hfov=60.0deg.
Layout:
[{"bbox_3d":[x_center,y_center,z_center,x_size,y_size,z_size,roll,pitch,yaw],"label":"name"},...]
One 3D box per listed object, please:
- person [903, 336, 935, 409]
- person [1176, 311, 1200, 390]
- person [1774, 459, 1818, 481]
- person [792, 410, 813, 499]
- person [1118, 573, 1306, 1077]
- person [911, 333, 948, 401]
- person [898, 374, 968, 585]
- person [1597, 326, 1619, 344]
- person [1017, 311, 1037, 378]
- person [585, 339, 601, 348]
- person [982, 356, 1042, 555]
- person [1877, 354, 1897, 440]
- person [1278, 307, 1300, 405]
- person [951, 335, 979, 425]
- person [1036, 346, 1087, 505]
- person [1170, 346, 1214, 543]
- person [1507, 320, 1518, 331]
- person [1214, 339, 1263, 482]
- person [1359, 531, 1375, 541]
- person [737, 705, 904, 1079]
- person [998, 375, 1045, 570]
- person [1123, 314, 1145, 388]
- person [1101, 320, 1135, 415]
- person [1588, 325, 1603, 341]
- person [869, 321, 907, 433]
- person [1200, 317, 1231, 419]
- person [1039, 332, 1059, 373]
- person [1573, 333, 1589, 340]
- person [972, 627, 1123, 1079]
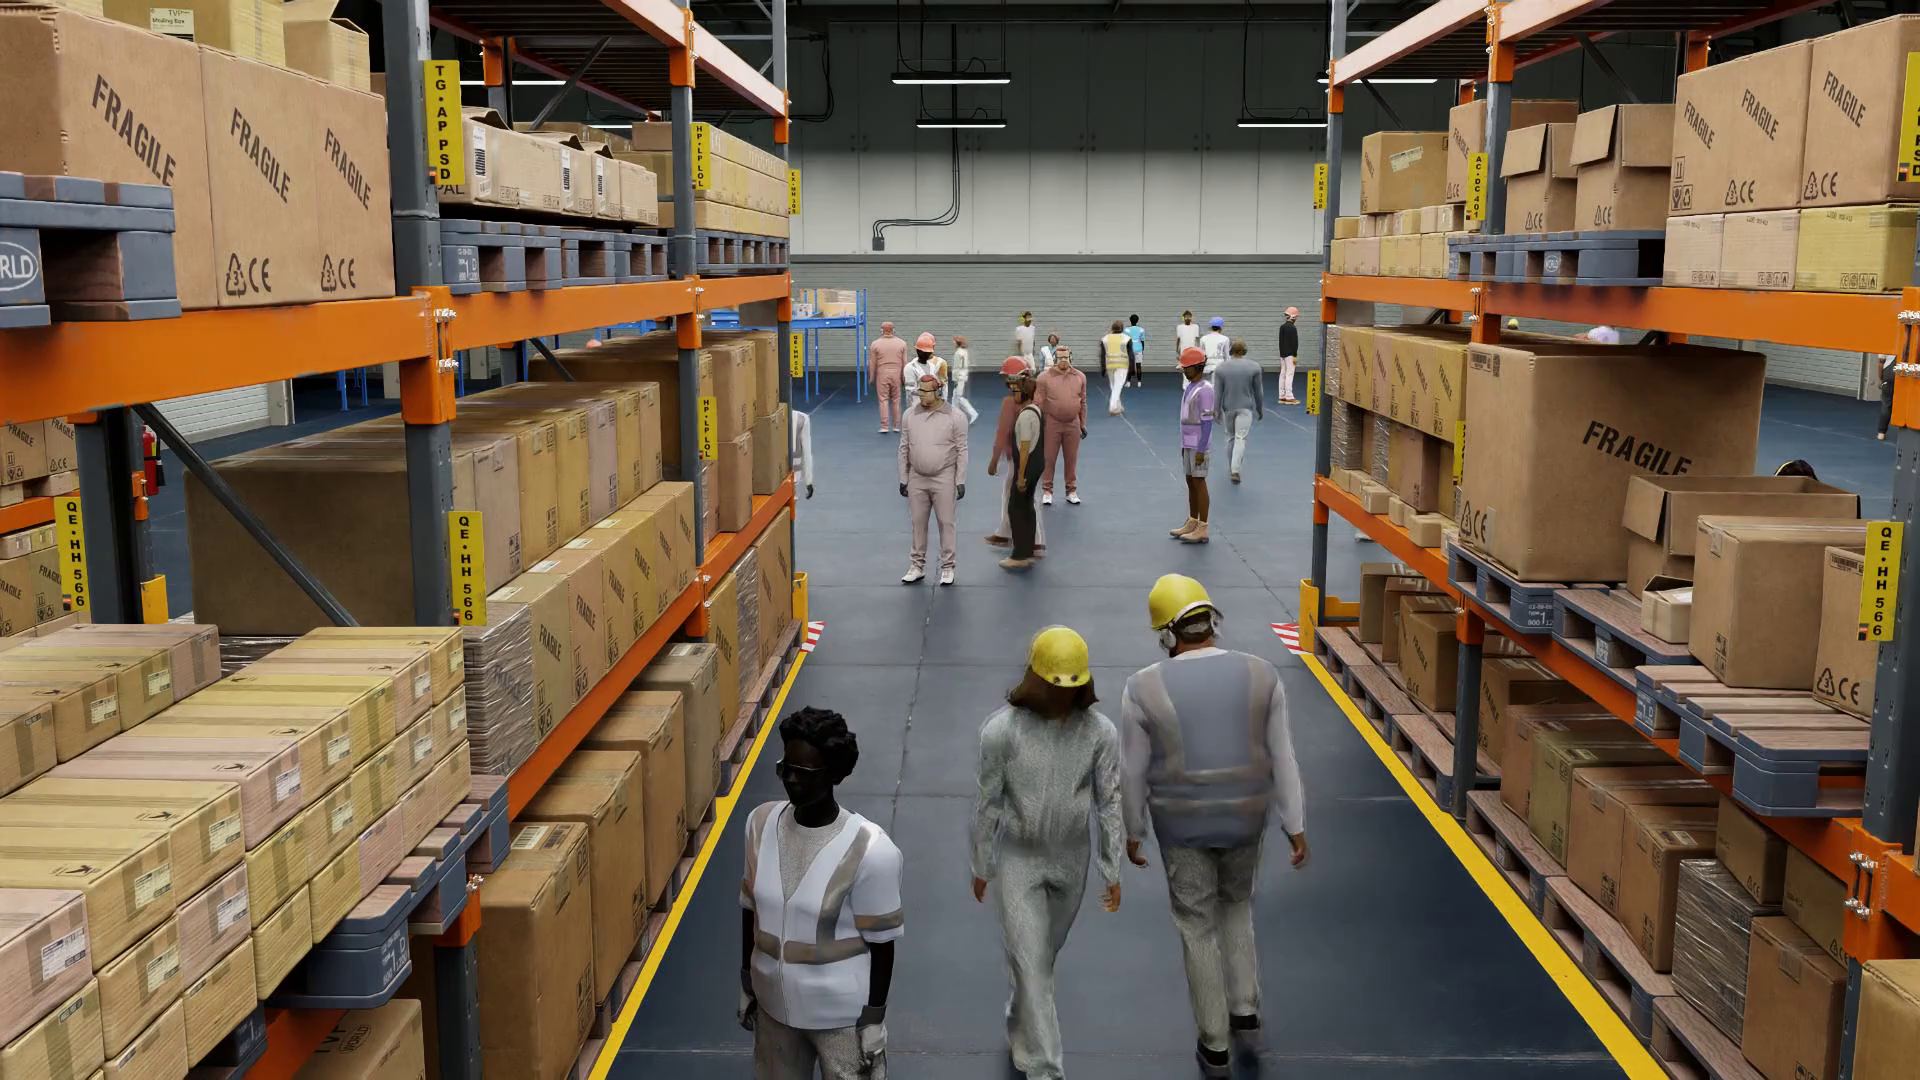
[{"bbox_3d":[-0.493,-1.725,22.008,0.375,1.931,0.542,8,12,40],"label":"person"},{"bbox_3d":[5.172,-4.287,37.717,0.536,1.821,0.983,-1,10,-5],"label":"person"},{"bbox_3d":[4.361,0.505,8.827,0.510,1.874,0.328,1,9,4],"label":"person"},{"bbox_3d":[-1.685,-0.575,15.433,0.598,1.828,0.980,-3,10,-20],"label":"person"},{"bbox_3d":[0.894,1.015,6.019,0.664,1.785,0.538,-1,10,-7],"label":"person"},{"bbox_3d":[-0.448,-1.899,23.032,0.551,1.935,0.375,3,10,17],"label":"person"},{"bbox_3d":[-0.258,-0.547,15.033,0.651,1.904,0.401,3,10,18],"label":"person"},{"bbox_3d":[13.207,-3.627,33.546,0.878,1.872,0.673,9,13,43],"label":"person"},{"bbox_3d":[1.439,-4.005,35.896,0.505,1.859,0.412,-7,11,-34],"label":"person"},{"bbox_3d":[-4.698,-1.643,21.546,0.551,1.919,0.588,-1,10,-5],"label":"person"},{"bbox_3d":[0.477,-0.848,16.631,0.880,1.957,0.641,5,11,27],"label":"person"},{"bbox_3d":[15.475,-2.651,27.352,0.677,2.000,0.536,6,11,31],"label":"person"},{"bbox_3d":[6.791,-3.804,34.271,0.385,1.994,0.611,-3,10,-16],"label":"person"},{"bbox_3d":[0.014,-2.862,29.755,0.693,1.619,0.531,2,10,13],"label":"person"},{"bbox_3d":[1.231,-1.385,20.043,0.652,1.906,0.408,-2,10,-12],"label":"person"},{"bbox_3d":[2.431,-1.000,17.359,0.385,2.035,0.605,-2,10,-10],"label":"person"},{"bbox_3d":[11.468,-3.708,34.537,0.538,1.718,0.925,7,12,34],"label":"person"},{"bbox_3d":[3.712,-1.738,22.250,0.637,1.892,1.037,4,10,21],"label":"person"},{"bbox_3d":[4.601,-0.923,17.360,0.917,1.883,0.590,-2,10,-13],"label":"person"},{"bbox_3d":[-0.403,1.290,4.637,0.535,1.700,0.318,5,11,30],"label":"person"},{"bbox_3d":[0.602,-0.645,15.809,0.393,1.842,0.524,3,10,18],"label":"person"},{"bbox_3d":[4.043,-4.397,38.714,0.535,1.697,0.318,-1,10,-7],"label":"person"},{"bbox_3d":[3.007,-3.310,31.916,0.627,1.804,0.945,5,11,28],"label":"person"},{"bbox_3d":[13.559,-3.880,35.277,0.621,1.806,0.673,0,9,3],"label":"person"},{"bbox_3d":[-1.221,-2.781,28.423,0.651,1.906,0.403,-2,10,-15],"label":"person"},{"bbox_3d":[4.693,-3.181,30.815,0.624,1.912,0.952,7,12,37],"label":"person"},{"bbox_3d":[1.724,-3.031,30.743,0.511,1.622,0.493,2,10,10],"label":"person"},{"bbox_3d":[9.041,-2.076,24.279,0.403,1.870,0.589,7,12,38],"label":"person"},{"bbox_3d":[0.314,1.119,5.683,0.492,1.680,0.931,-3,10,-17],"label":"person"}]
